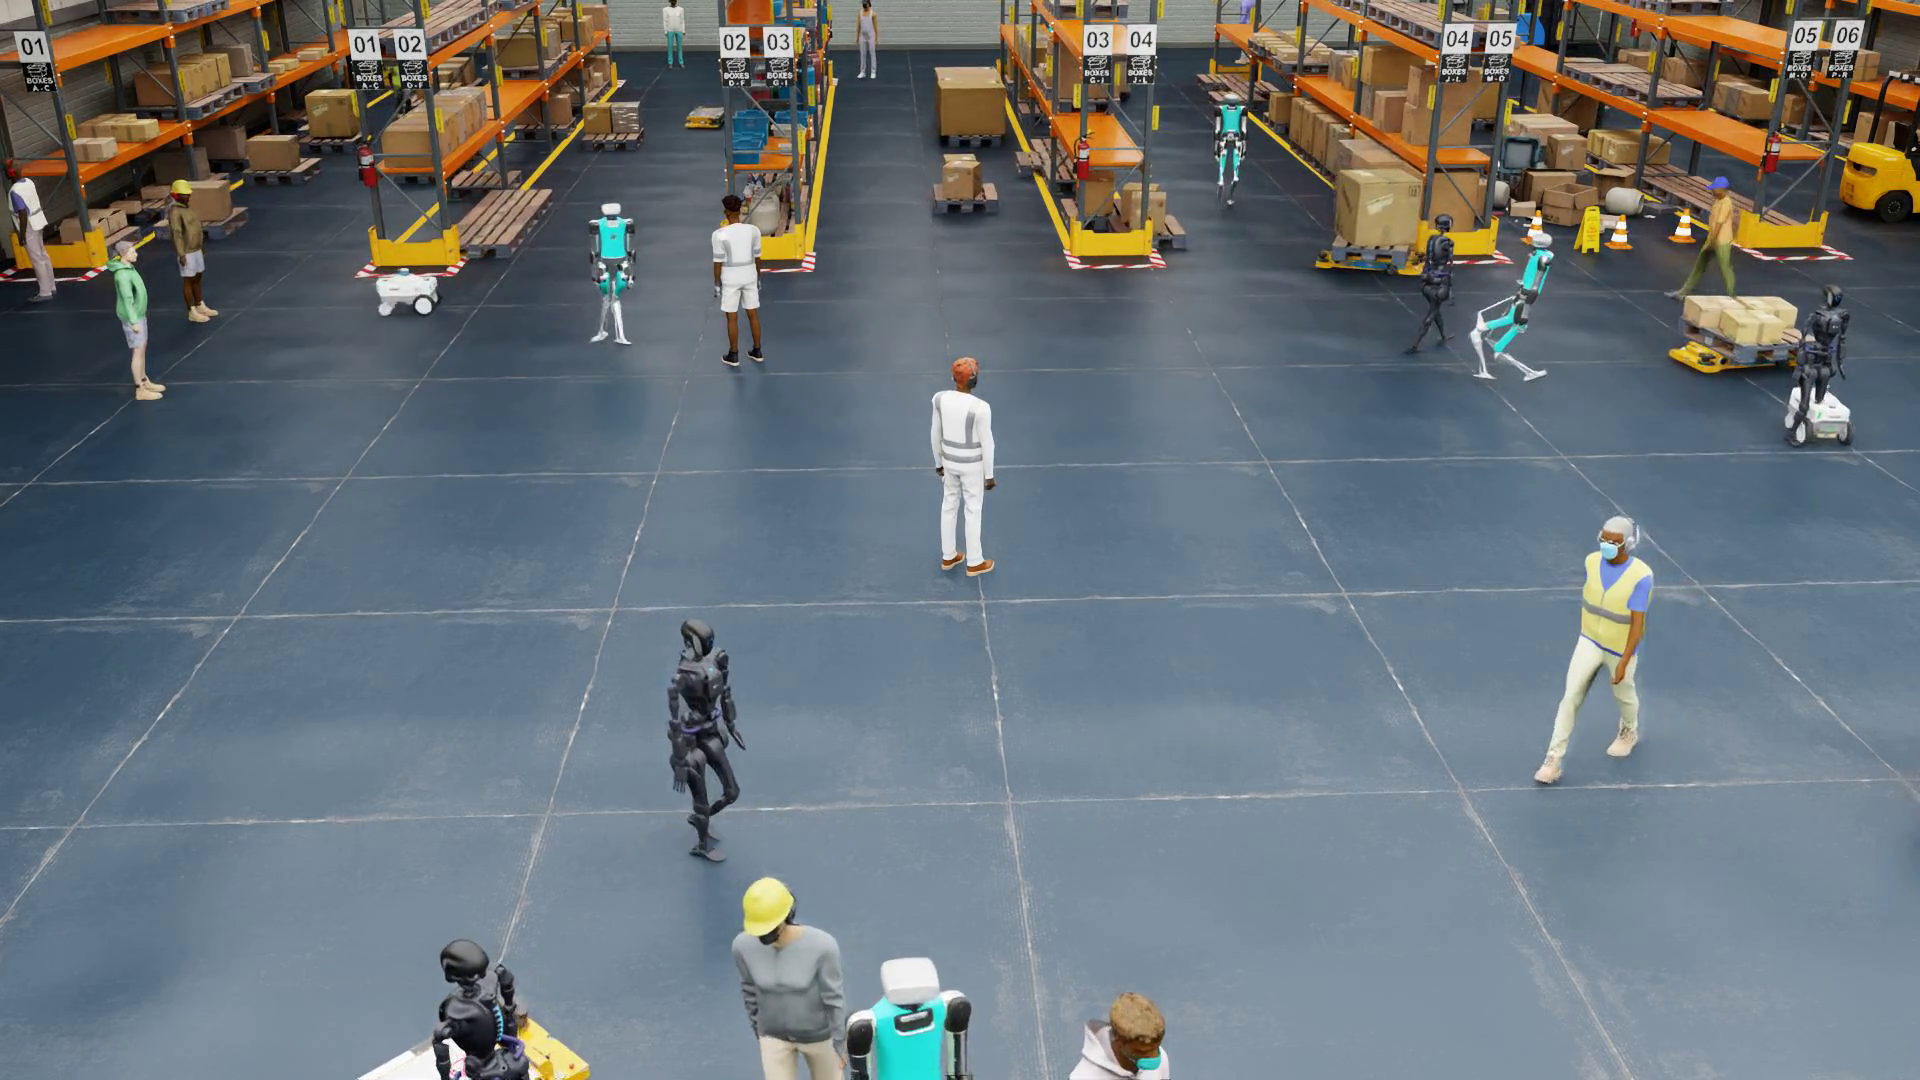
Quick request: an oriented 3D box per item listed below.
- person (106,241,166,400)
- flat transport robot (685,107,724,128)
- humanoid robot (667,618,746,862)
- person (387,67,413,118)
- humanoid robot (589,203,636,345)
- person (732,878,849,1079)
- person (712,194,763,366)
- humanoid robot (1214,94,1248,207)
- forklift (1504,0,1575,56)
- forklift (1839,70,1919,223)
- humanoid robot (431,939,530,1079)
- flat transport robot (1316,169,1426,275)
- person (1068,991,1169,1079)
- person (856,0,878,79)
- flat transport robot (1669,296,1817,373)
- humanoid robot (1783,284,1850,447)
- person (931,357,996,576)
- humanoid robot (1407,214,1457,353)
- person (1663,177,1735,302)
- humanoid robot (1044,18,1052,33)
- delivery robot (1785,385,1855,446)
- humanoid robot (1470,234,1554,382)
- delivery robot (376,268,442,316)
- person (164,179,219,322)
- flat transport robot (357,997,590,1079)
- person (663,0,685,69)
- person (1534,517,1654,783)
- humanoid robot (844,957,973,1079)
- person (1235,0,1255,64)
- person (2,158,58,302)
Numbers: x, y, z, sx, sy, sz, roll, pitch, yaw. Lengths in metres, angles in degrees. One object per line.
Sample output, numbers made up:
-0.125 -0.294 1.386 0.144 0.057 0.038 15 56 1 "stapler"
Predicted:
-8.947 -2.384 18.032 0.318 1.735 0.478 -7 25 -14 "person"
-5.117 -8.551 33.686 0.659 0.231 1.431 1 24 1 "flat transport robot"
-1.572 1.202 10.036 0.376 1.642 0.589 13 27 27 "humanoid robot"
-11.105 -9.106 33.187 0.541 1.679 0.383 -3 24 -6 "person"
-4.156 -3.186 19.830 0.591 1.781 0.869 -7 25 -15 "humanoid robot"
-0.751 2.217 7.681 0.542 1.728 0.709 2 24 5 "person"
-2.552 -2.988 19.120 0.601 1.957 0.383 -14 28 -29 "person"
4.291 -6.096 26.457 0.540 1.865 0.749 3 24 6 "humanoid robot"
14.700 -13.805 42.301 1.873 2.768 1.129 -1 24 -2 "forklift"
15.132 -6.143 25.915 2.313 2.155 1.214 -1 24 -2 "forklift"
-2.071 2.419 7.336 0.509 1.640 0.601 10 26 21 "humanoid robot"
5.755 -3.920 23.281 1.431 0.231 0.659 8 25 17 "flat transport robot"
0.618 2.573 6.684 0.508 1.896 0.409 -16 29 -32 "person"
-2.182 -11.767 38.953 0.531 1.860 0.391 6 25 14 "person"
9.093 -2.167 19.343 1.431 0.231 0.659 -5 25 -12 "flat transport robot"
8.621 -1.759 16.688 0.608 1.655 0.319 -7 25 -15 "humanoid robot"
0.036 -0.612 13.863 0.585 1.882 0.342 16 28 31 "person"
5.651 -3.028 19.591 0.786 1.623 0.601 -8 25 -17 "humanoid robot"
9.624 -3.811 21.301 0.889 1.660 0.456 2 24 4 "person"
2.231 -12.916 41.658 0.543 1.732 0.936 -15 28 -30 "humanoid robot"
8.790 -1.295 17.021 0.499 0.587 0.782 1 24 2 "delivery robot"
6.018 -2.518 18.298 0.990 1.702 0.551 4 24 9 "humanoid robot"
-7.042 -3.167 21.226 0.788 0.587 0.499 -2 24 -4 "delivery robot"
-9.635 -3.622 20.774 0.400 1.760 0.535 1 24 3 "person"
-2.612 2.796 8.189 0.659 0.231 1.431 21 31 38 "flat transport robot"
-6.942 -12.380 40.445 0.524 1.772 0.302 -9 25 -19 "person"
4.289 0.695 10.995 1.031 1.841 0.500 -21 32 -39 "person"
-0.122 2.641 6.780 0.536 1.794 0.803 -9 26 -19 "humanoid robot"
7.095 -12.736 41.210 0.398 1.800 0.593 17 29 34 "person"
-12.051 -4.018 21.561 0.389 1.847 0.563 -4 24 -10 "person"
